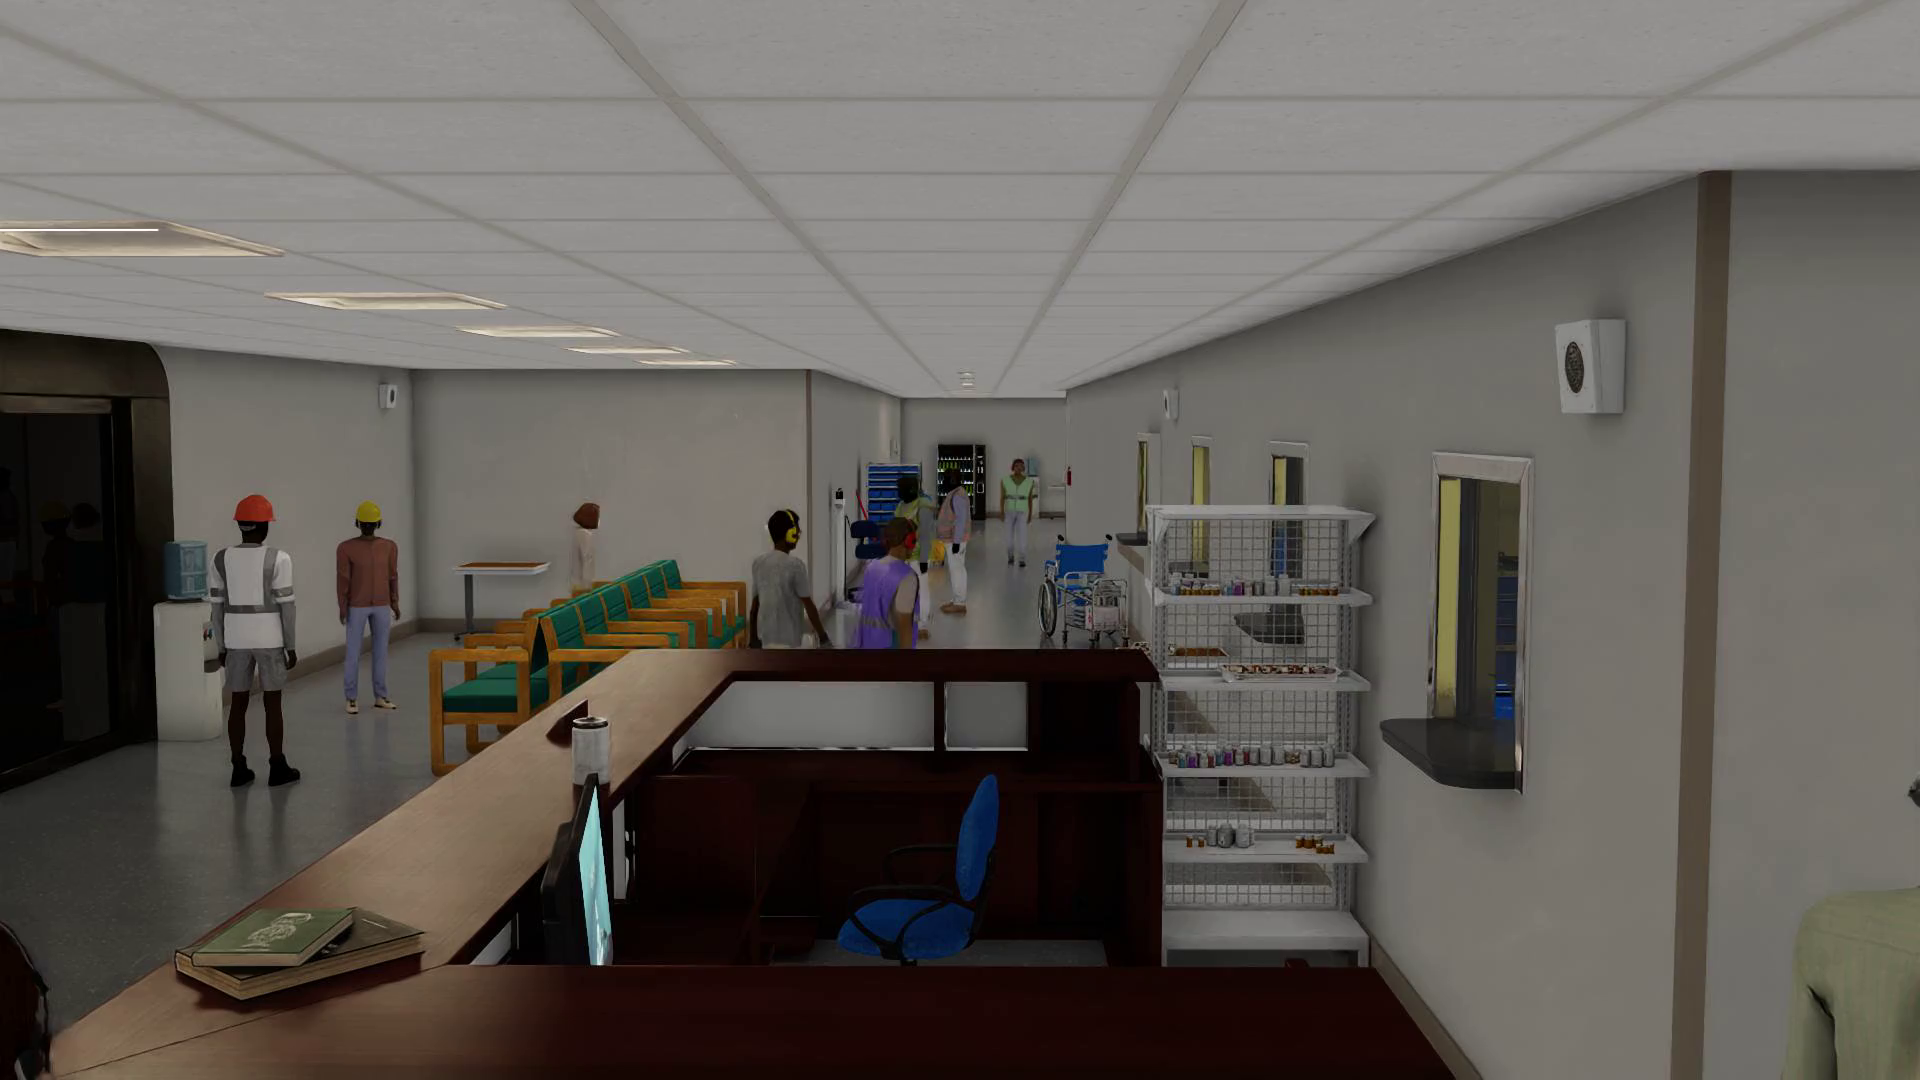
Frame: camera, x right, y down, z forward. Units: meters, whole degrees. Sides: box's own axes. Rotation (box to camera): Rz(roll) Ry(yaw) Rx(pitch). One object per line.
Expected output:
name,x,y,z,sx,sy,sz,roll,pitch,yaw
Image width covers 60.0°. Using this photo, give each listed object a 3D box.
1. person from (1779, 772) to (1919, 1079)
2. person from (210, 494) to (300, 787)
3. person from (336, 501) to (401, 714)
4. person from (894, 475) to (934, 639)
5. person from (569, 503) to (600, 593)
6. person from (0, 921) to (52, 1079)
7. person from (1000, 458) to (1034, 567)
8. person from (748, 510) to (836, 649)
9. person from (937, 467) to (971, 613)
person,1.652,1.232,2.693,0.387,1.992,0.626,-3,5,-34
person,-4.666,0.667,11.033,0.545,1.938,0.362,0,4,-1
person,-4.910,0.553,13.839,0.528,1.765,0.327,-4,5,-41
person,-0.515,0.191,18.466,0.446,1.828,0.645,-3,5,-36
person,-3.718,0.436,16.488,0.446,1.608,0.613,-2,5,-28
person,-1.201,1.363,2.031,0.633,1.836,0.429,-2,5,-28
person,0.956,-0.474,27.970,0.560,1.812,0.941,0,4,0
person,-1.170,0.706,11.368,0.960,1.813,0.517,-4,6,-43
person,-0.078,0.003,21.027,0.429,1.841,0.634,0,4,-5
